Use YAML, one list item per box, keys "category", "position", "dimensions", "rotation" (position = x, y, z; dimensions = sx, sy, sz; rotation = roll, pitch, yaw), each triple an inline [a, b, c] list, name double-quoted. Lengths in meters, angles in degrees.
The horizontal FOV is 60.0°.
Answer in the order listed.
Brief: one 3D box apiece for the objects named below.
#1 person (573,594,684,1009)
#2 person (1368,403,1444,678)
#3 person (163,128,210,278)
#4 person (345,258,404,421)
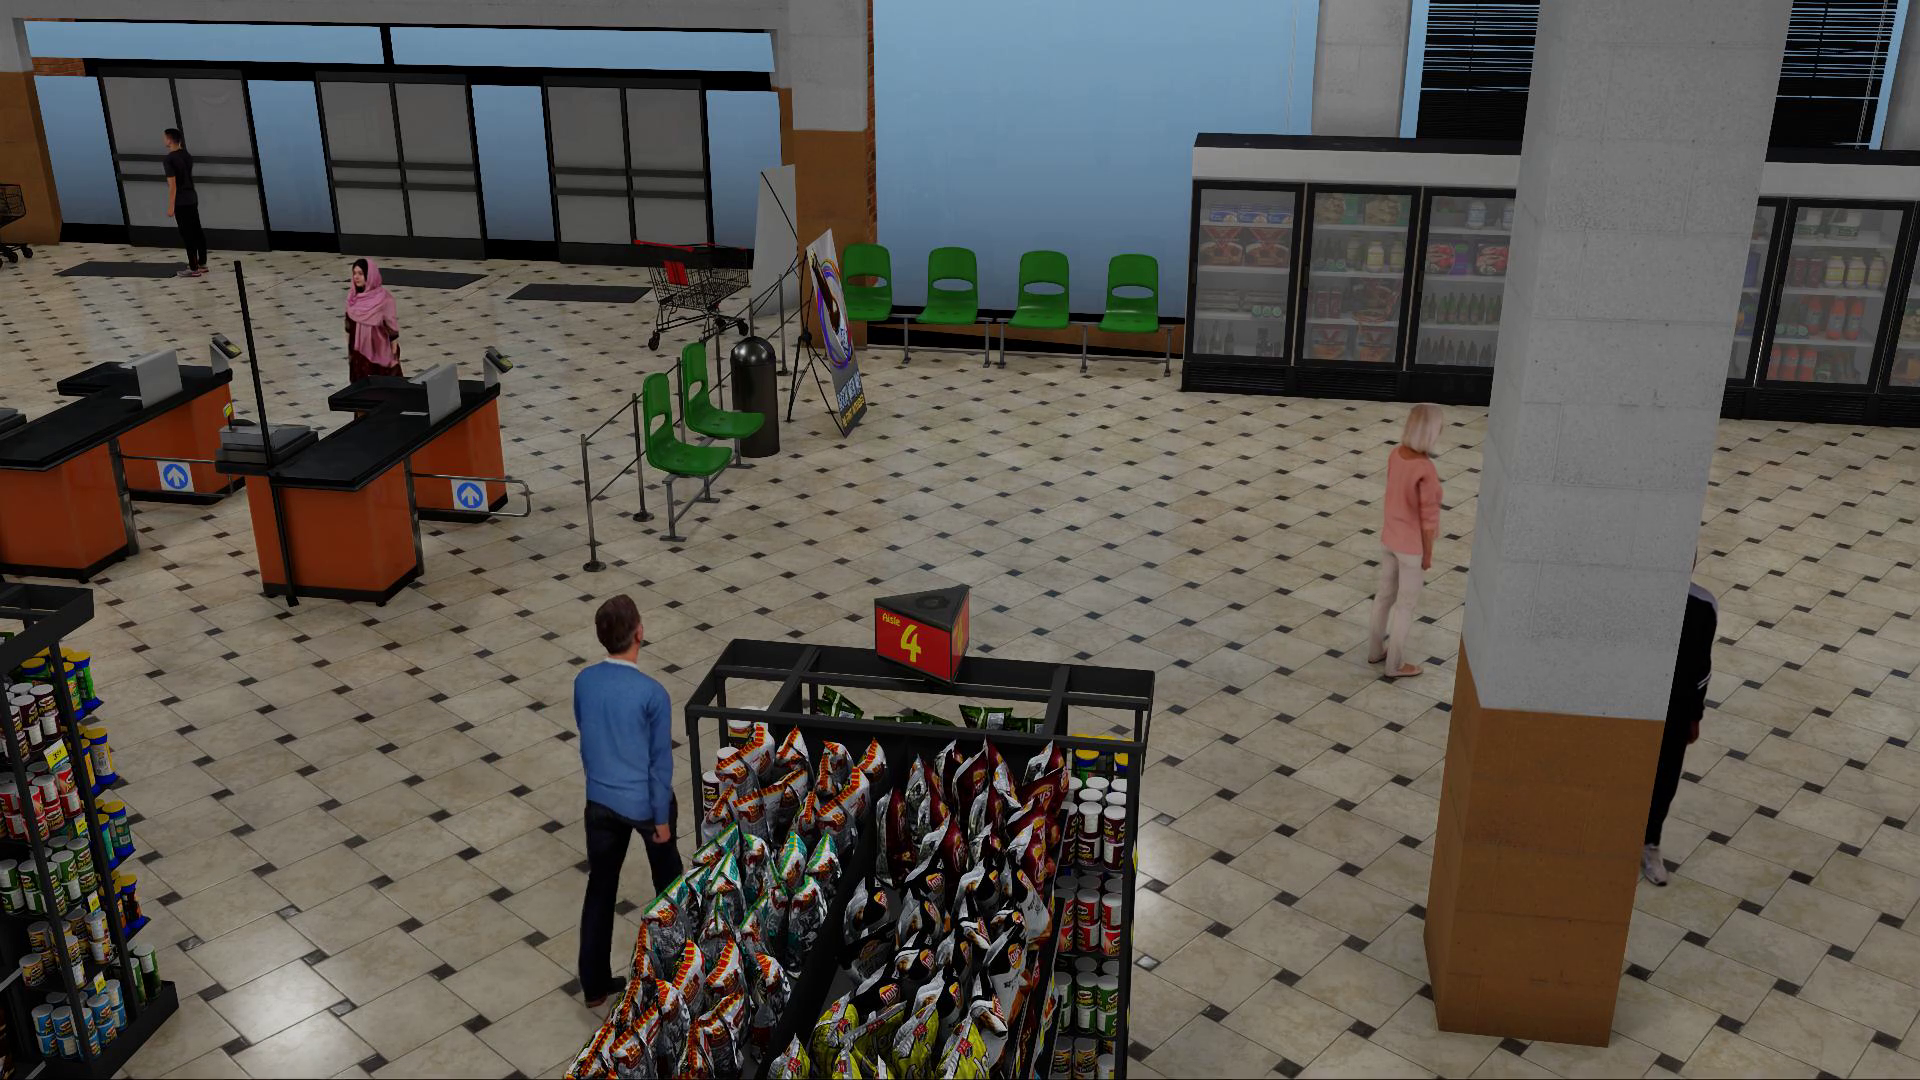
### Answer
- category: "person"
  position: [-1.463, 1.148, 7.111]
  dimensions: [0.782, 1.770, 1.223]
  rotation: [7, 23, 17]
- category: "person"
  position: [2.693, 0.000, 10.029]
  dimensions: [0.731, 1.724, 0.620]
  rotation: [-8, 23, -19]
- category: "person"
  position: [-9.408, -4.096, 20.169]
  dimensions: [0.707, 1.764, 0.512]
  rotation: [2, 22, 4]
- category: "person"
  position: [-4.962, -1.581, 14.091]
  dimensions: [0.665, 1.629, 0.600]
  rotation: [5, 22, 13]
